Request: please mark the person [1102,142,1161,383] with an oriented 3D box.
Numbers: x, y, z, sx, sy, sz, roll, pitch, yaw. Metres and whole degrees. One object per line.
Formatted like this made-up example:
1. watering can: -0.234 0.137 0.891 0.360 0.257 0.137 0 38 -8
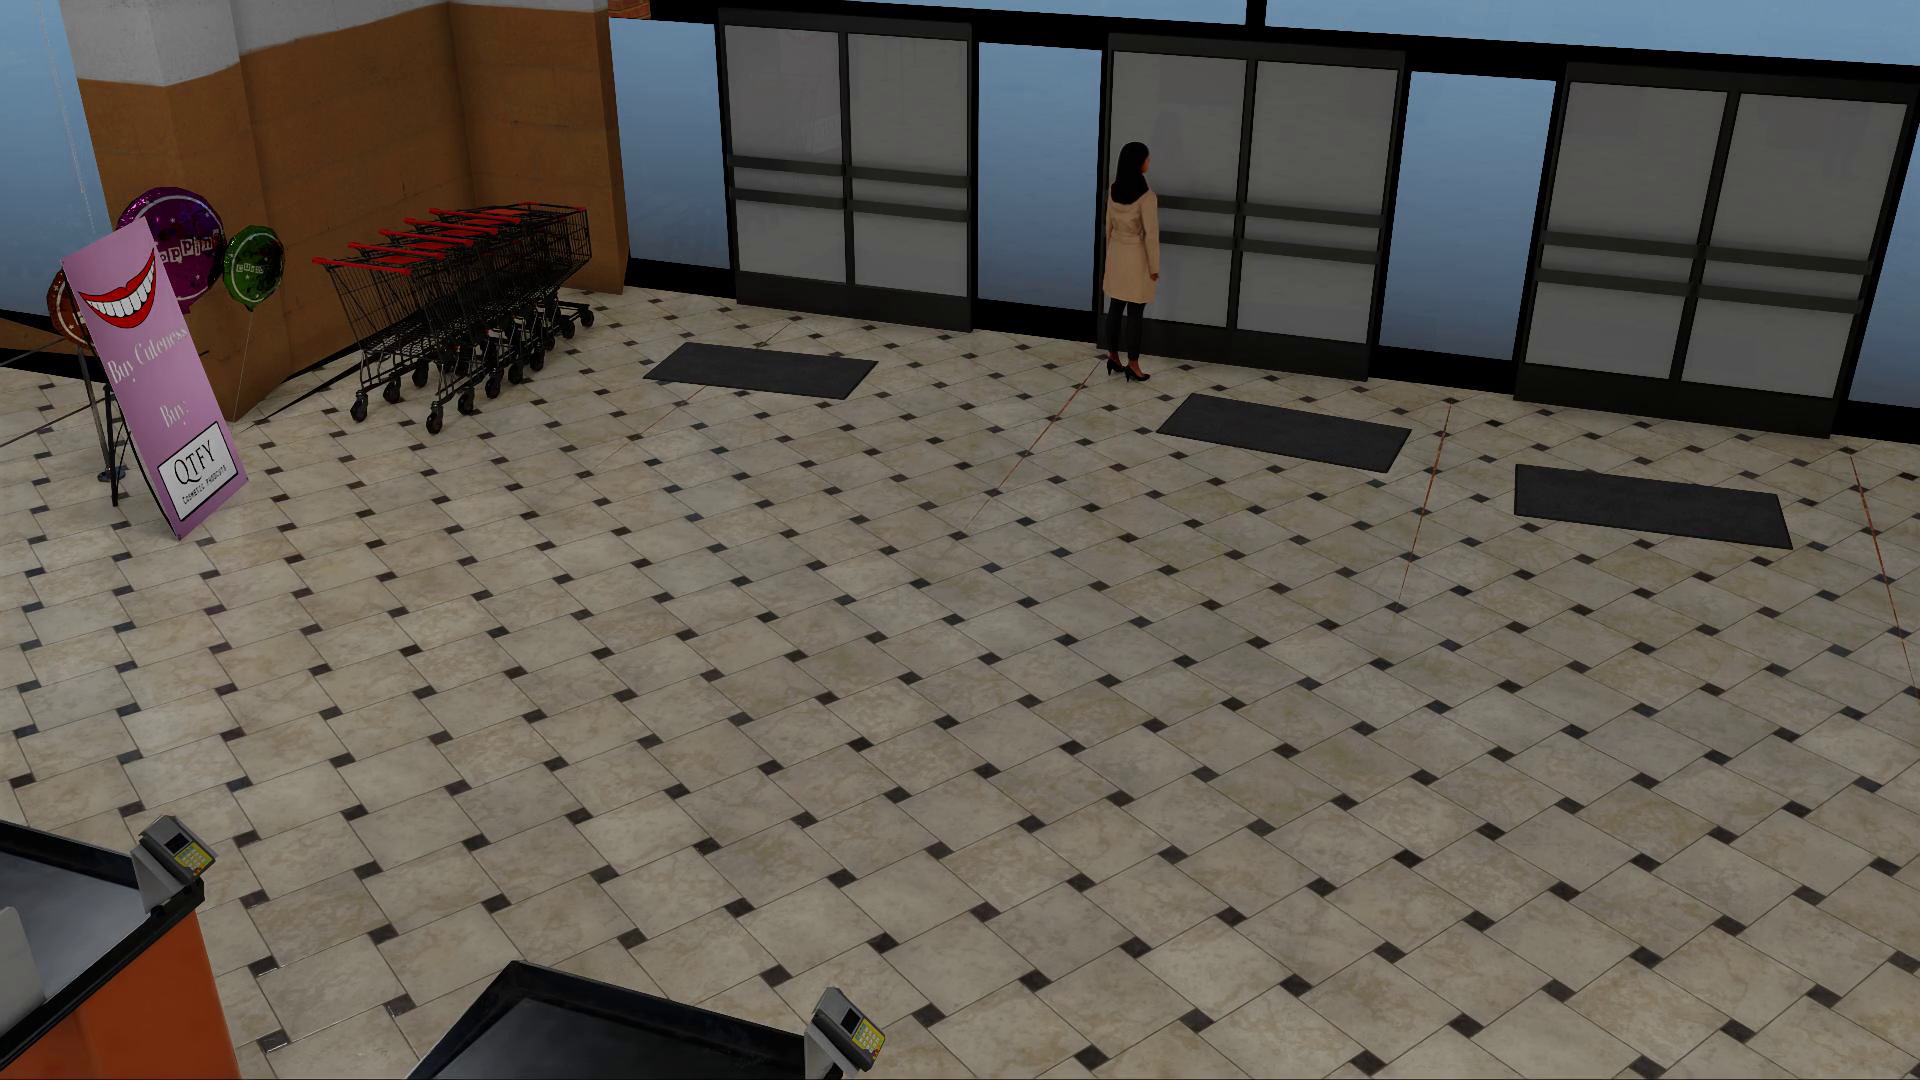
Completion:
1. person: 1.185 -1.927 11.577 0.707 1.682 0.710 -20 33 -34
